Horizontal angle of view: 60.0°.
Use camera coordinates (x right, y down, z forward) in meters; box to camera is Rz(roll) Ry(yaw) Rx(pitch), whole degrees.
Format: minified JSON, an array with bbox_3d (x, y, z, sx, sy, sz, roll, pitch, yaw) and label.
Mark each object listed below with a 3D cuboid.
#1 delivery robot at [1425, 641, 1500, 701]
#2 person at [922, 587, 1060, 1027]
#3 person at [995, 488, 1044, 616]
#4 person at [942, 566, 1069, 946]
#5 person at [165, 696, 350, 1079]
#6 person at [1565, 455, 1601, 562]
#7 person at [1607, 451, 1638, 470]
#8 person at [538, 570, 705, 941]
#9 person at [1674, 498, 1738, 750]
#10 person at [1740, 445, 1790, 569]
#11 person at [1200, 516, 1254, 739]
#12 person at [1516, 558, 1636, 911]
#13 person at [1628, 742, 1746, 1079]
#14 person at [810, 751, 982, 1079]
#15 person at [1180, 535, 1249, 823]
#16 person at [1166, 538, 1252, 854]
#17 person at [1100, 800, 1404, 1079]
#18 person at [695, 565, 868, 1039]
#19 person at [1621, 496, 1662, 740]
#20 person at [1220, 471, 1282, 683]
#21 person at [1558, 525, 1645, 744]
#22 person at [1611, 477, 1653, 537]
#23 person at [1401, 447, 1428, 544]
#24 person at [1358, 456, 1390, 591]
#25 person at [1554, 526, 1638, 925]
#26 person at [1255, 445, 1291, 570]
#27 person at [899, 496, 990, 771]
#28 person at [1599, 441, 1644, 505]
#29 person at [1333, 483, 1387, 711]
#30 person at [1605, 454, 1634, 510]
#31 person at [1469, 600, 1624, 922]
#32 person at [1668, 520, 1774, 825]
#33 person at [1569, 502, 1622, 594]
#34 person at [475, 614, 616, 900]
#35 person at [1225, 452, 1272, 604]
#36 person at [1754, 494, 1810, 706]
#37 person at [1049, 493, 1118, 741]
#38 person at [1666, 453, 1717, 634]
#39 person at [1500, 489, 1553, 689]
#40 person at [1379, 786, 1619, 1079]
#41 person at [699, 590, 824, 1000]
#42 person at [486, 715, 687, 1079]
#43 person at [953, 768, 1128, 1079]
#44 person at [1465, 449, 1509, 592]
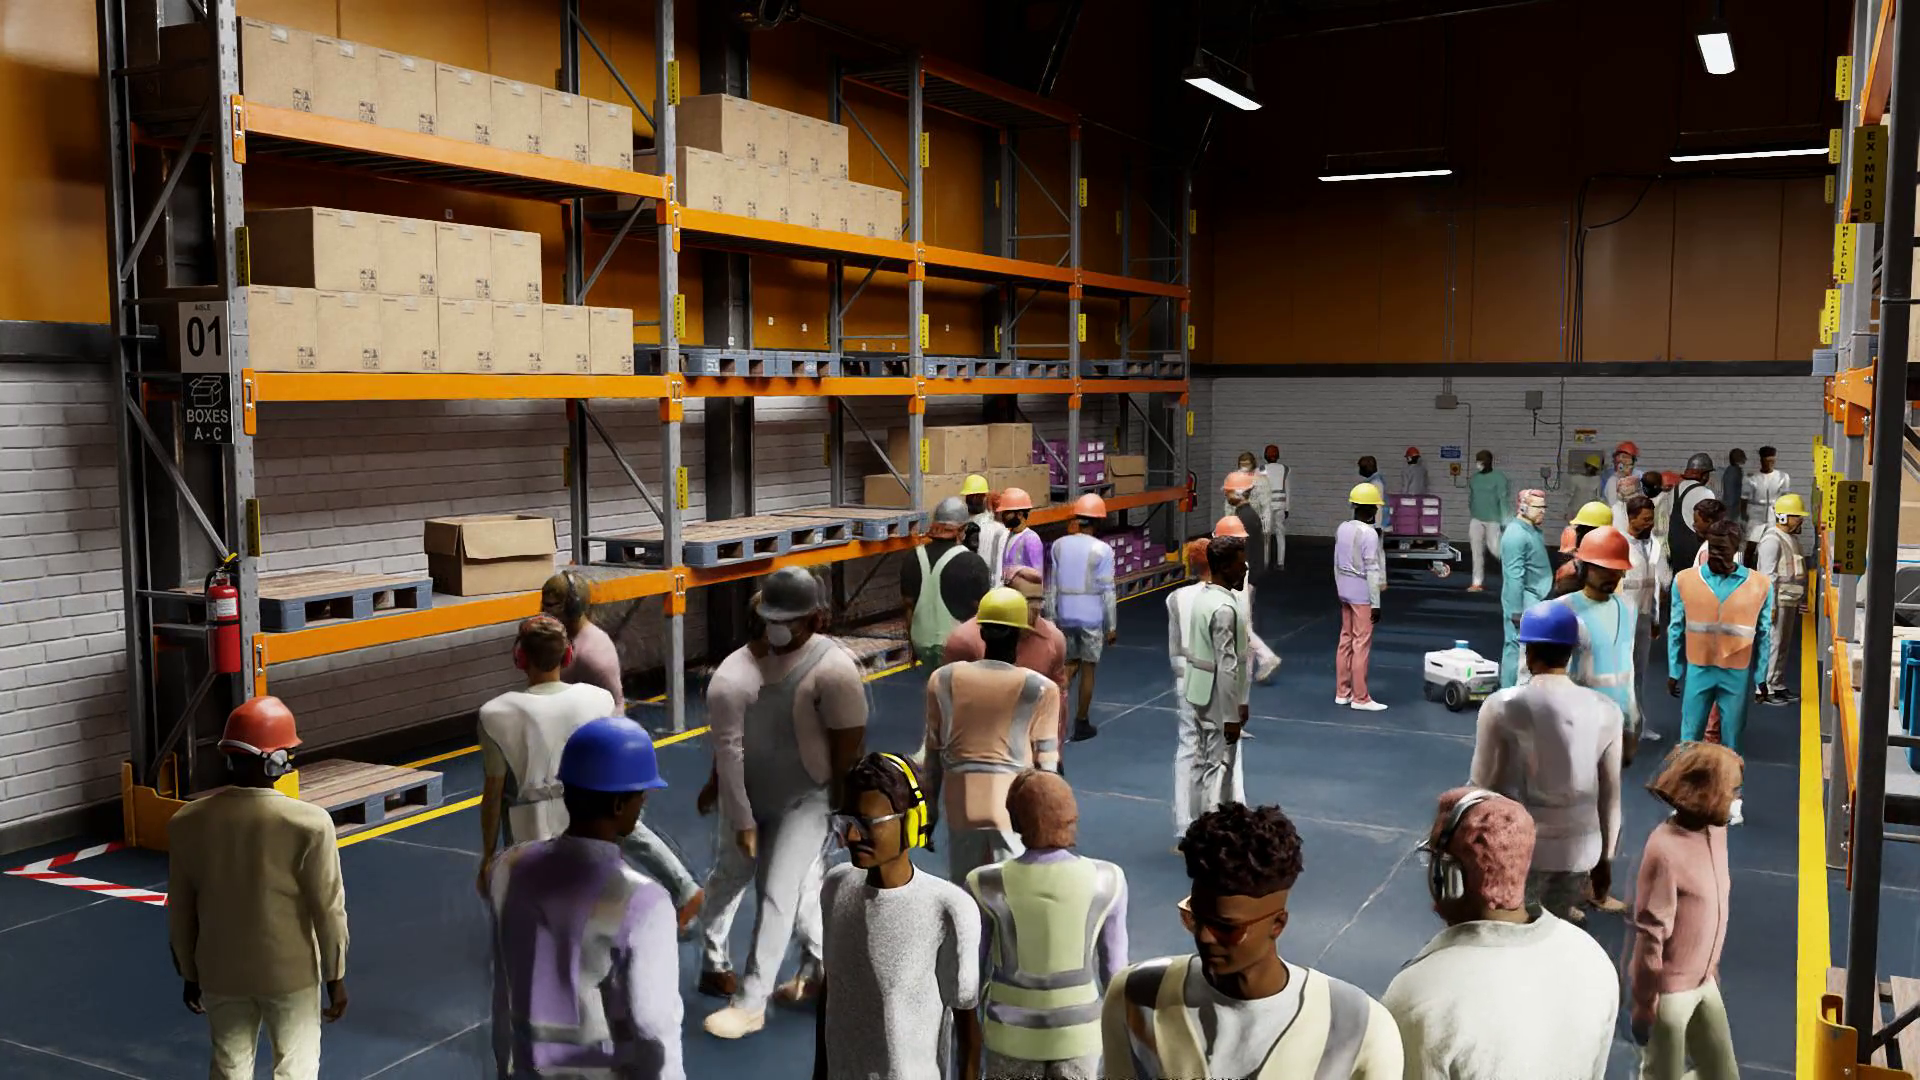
[{"bbox_3d":[4.283,1.104,14.201,0.477,0.478,0.707,-2,5,-16],"label":"delivery robot"},{"bbox_3d":[0.122,1.153,7.072,0.609,1.896,0.542,2,6,16],"label":"person"},{"bbox_3d":[0.460,0.548,13.334,0.374,1.935,0.552,-2,6,-20],"label":"person"},{"bbox_3d":[0.239,1.052,8.304,0.657,1.864,0.714,-3,6,-30],"label":"person"},{"bbox_3d":[-2.254,1.376,5.401,0.575,1.749,0.335,0,5,4],"label":"person"},{"bbox_3d":[9.296,-0.408,24.714,0.542,1.726,0.507,1,5,7],"label":"person"},{"bbox_3d":[9.673,-0.436,24.437,0.860,1.851,0.593,-4,7,-40],"label":"person"},{"bbox_3d":[-1.681,1.073,8.024,1.020,1.893,0.651,-2,6,-22],"label":"person"},{"bbox_3d":[5.654,0.643,12.482,0.405,1.909,0.597,4,7,38],"label":"person"},{"bbox_3d":[10.871,-0.304,22.458,0.623,1.951,0.409,1,5,11],"label":"person"},{"bbox_3d":[2.067,0.688,12.784,0.323,1.755,0.563,4,7,39],"label":"person"},{"bbox_3d":[3.312,0.998,8.950,0.615,1.857,0.732,3,6,27],"label":"person"},{"bbox_3d":[2.302,1.443,5.360,0.566,1.617,0.392,-5,7,-43],"label":"person"},{"bbox_3d":[-0.183,1.439,4.097,0.521,1.874,0.327,4,6,35],"label":"person"},{"bbox_3d":[1.451,0.925,9.374,0.387,1.919,0.594,0,5,-5],"label":"person"},{"bbox_3d":[1.509,0.910,9.978,0.598,1.829,0.911,4,6,34],"label":"person"},{"bbox_3d":[0.550,1.469,3.269,0.609,1.963,0.367,2,6,20],"label":"person"},{"bbox_3d":[-0.835,1.071,7.147,0.917,2.000,0.727,-4,7,-37],"label":"person"},{"bbox_3d":[5.182,0.608,12.860,0.597,1.909,0.405,-3,6,-32],"label":"person"},{"bbox_3d":[2.619,0.357,15.232,0.555,1.974,0.650,2,6,18],"label":"person"},{"bbox_3d":[4.753,0.740,12.419,0.596,1.714,0.596,-1,5,-11],"label":"person"},{"bbox_3d":[6.564,0.317,16.258,0.750,1.870,0.449,-5,7,-43],"label":"person"},{"bbox_3d":[7.366,-0.644,27.130,0.574,1.749,0.337,-4,6,-33],"label":"person"},{"bbox_3d":[5.534,-0.220,22.263,0.433,1.823,0.657,1,5,13],"label":"person"},{"bbox_3d":[3.256,0.943,8.532,0.612,2.039,0.392,-3,6,-28],"label":"person"},{"bbox_3d":[4.640,-0.478,24.726,0.568,1.878,0.351,-1,5,-8],"label":"person"},{"bbox_3d":[-0.099,0.674,11.419,0.690,2.000,0.901,4,7,36],"label":"person"},{"bbox_3d":[8.580,-0.260,21.528,0.608,2.036,0.411,5,7,44],"label":"person"},{"bbox_3d":[3.398,0.480,14.110,0.367,1.926,0.594,-2,6,-17],"label":"person"},{"bbox_3d":[8.241,-0.123,20.713,0.410,1.909,0.643,3,6,27],"label":"person"},{"bbox_3d":[2.286,1.201,6.414,0.613,1.918,0.736,-1,5,-14],"label":"person"},{"bbox_3d":[4.778,0.824,10.474,0.590,1.916,0.391,2,6,24],"label":"person"},{"bbox_3d":[4.500,0.690,11.834,0.355,1.930,0.593,4,7,40],"label":"person"},{"bbox_3d":[-1.633,1.218,6.635,0.568,1.847,0.388,-3,6,-33],"label":"person"},{"bbox_3d":[3.591,-0.147,20.872,0.656,1.927,0.546,4,6,35],"label":"person"},{"bbox_3d":[7.085,0.513,14.333,0.403,1.824,0.596,5,7,44],"label":"person"},{"bbox_3d":[0.955,0.599,12.842,0.578,1.922,0.451,4,7,36],"label":"person"},{"bbox_3d":[8.027,0.051,18.128,0.536,2.000,0.683,-1,5,-11],"label":"person"},{"bbox_3d":[4.670,0.529,13.710,0.400,1.905,0.644,3,6,28],"label":"person"},{"bbox_3d":[1.094,1.472,3.555,0.651,1.906,0.403,-4,6,-33],"label":"person"},{"bbox_3d":[-0.797,1.141,7.227,1.019,1.878,0.652,4,7,36],"label":"person"},{"bbox_3d":[-0.930,1.402,4.179,0.624,1.926,0.478,3,6,33],"label":"person"},{"bbox_3d":[0.240,1.486,4.897,0.524,1.628,0.388,-1,5,-7],"label":"person"},{"bbox_3d":[7.105,-0.264,22.257,0.770,1.916,0.639,-4,6,-34],"label":"person"}]
